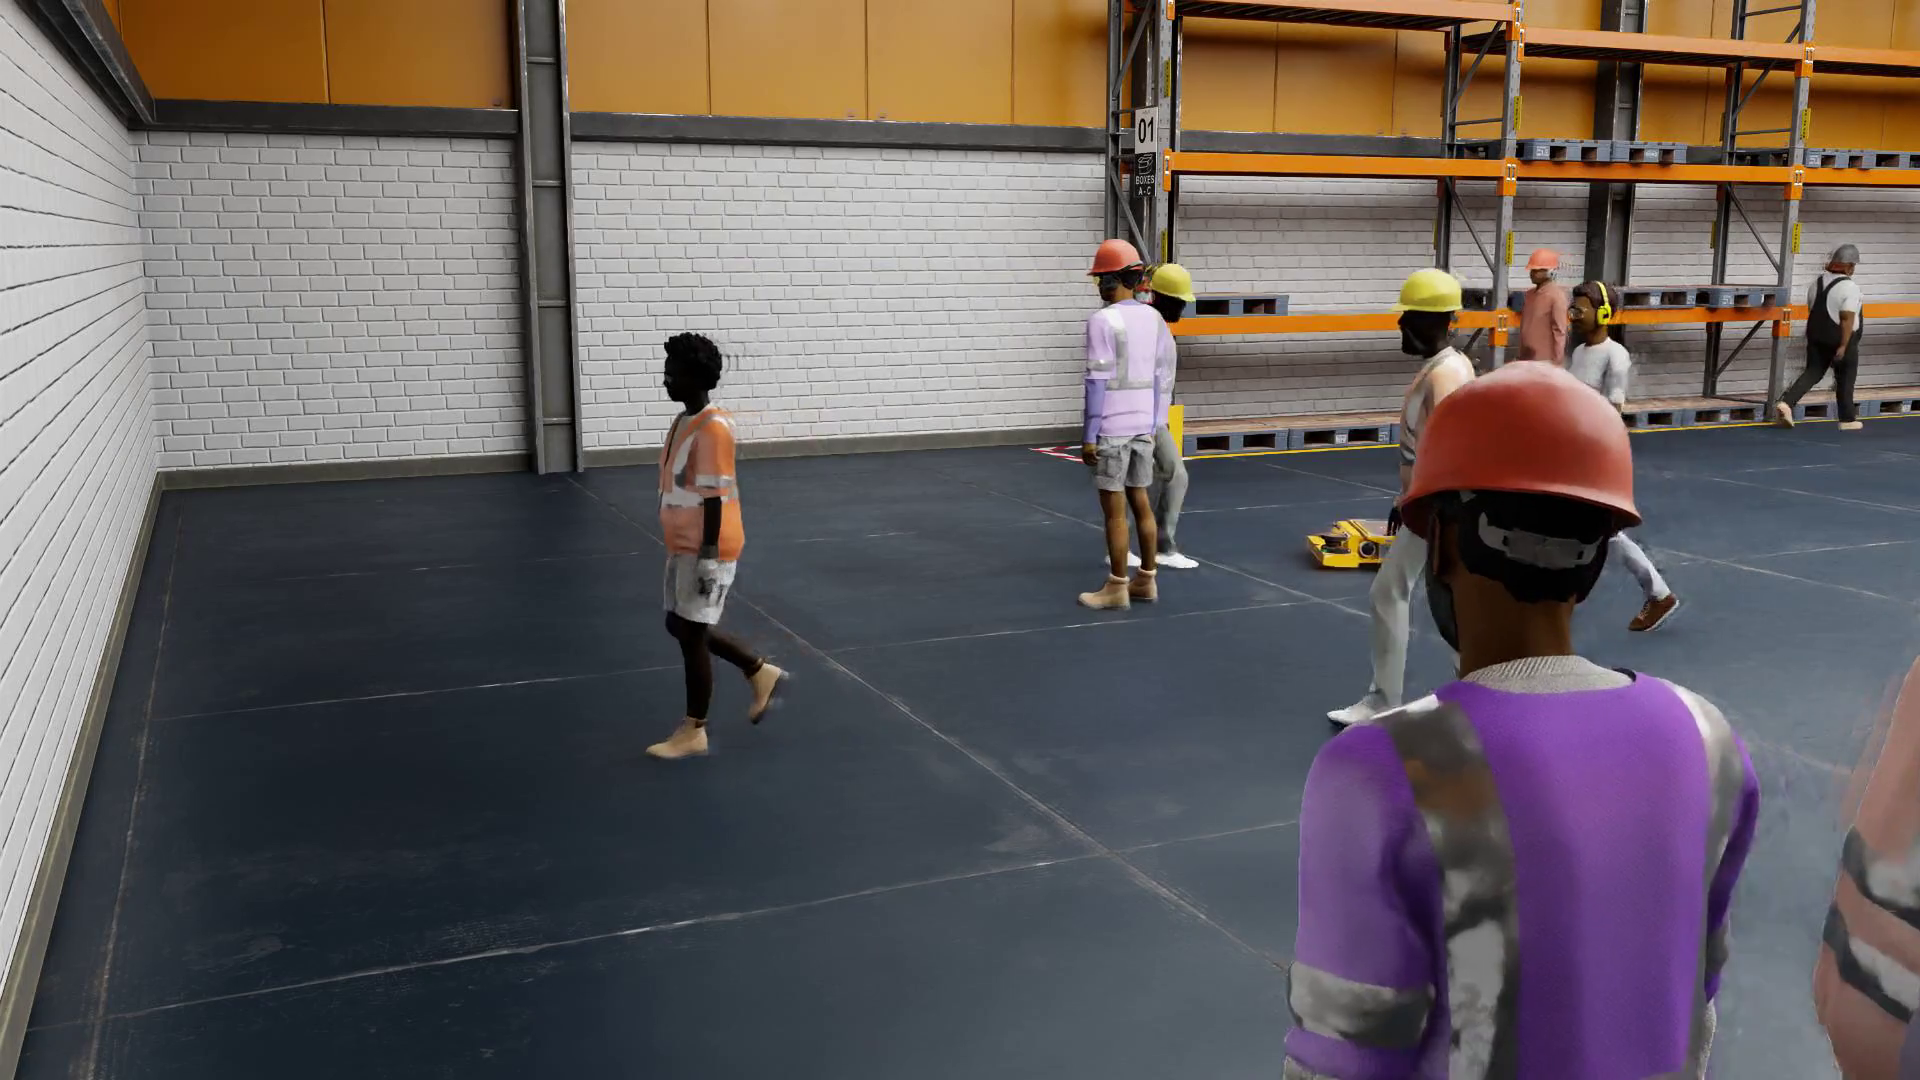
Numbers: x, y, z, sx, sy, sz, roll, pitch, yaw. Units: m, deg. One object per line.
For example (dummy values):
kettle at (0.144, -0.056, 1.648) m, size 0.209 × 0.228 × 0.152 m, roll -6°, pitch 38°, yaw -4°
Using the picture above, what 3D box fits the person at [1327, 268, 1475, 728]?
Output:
person at (1.873, -0.152, 6.867) m, size 0.785 × 1.902 × 0.588 m, roll 4°, pitch 11°, yaw 20°

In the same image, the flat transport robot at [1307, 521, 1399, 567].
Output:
flat transport robot at (2.961, 0.018, 10.487) m, size 1.431 × 0.197 × 0.652 m, roll 0°, pitch 10°, yaw 3°

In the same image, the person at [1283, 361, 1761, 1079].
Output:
person at (0.544, 0.757, 1.857) m, size 0.624 × 1.889 × 0.779 m, roll -5°, pitch 11°, yaw -24°

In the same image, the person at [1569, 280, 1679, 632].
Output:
person at (3.294, -0.412, 8.538) m, size 0.909 × 1.841 × 0.527 m, roll -1°, pitch 10°, yaw -6°

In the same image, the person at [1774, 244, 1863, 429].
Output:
person at (9.318, -2.191, 17.867) m, size 0.925 × 2.000 × 0.682 m, roll -3°, pitch 11°, yaw -17°

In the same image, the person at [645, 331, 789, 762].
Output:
person at (-0.973, 0.022, 6.527) m, size 0.552 × 1.680 × 0.541 m, roll -4°, pitch 11°, yaw -23°

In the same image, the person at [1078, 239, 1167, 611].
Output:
person at (0.874, -0.633, 9.206) m, size 0.405 × 2.036 × 0.609 m, roll 9°, pitch 14°, yaw 42°

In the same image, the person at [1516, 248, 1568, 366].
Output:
person at (5.339, -1.661, 15.119) m, size 0.769 × 1.969 × 0.626 m, roll -1°, pitch 10°, yaw -7°

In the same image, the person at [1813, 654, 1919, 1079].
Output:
person at (1.423, 0.729, 2.306) m, size 0.566 × 1.793 × 0.658 m, roll 3°, pitch 11°, yaw 18°

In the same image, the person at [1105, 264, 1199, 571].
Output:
person at (1.214, -0.734, 10.198) m, size 0.710 × 1.882 × 0.674 m, roll -1°, pitch 10°, yaw -6°
